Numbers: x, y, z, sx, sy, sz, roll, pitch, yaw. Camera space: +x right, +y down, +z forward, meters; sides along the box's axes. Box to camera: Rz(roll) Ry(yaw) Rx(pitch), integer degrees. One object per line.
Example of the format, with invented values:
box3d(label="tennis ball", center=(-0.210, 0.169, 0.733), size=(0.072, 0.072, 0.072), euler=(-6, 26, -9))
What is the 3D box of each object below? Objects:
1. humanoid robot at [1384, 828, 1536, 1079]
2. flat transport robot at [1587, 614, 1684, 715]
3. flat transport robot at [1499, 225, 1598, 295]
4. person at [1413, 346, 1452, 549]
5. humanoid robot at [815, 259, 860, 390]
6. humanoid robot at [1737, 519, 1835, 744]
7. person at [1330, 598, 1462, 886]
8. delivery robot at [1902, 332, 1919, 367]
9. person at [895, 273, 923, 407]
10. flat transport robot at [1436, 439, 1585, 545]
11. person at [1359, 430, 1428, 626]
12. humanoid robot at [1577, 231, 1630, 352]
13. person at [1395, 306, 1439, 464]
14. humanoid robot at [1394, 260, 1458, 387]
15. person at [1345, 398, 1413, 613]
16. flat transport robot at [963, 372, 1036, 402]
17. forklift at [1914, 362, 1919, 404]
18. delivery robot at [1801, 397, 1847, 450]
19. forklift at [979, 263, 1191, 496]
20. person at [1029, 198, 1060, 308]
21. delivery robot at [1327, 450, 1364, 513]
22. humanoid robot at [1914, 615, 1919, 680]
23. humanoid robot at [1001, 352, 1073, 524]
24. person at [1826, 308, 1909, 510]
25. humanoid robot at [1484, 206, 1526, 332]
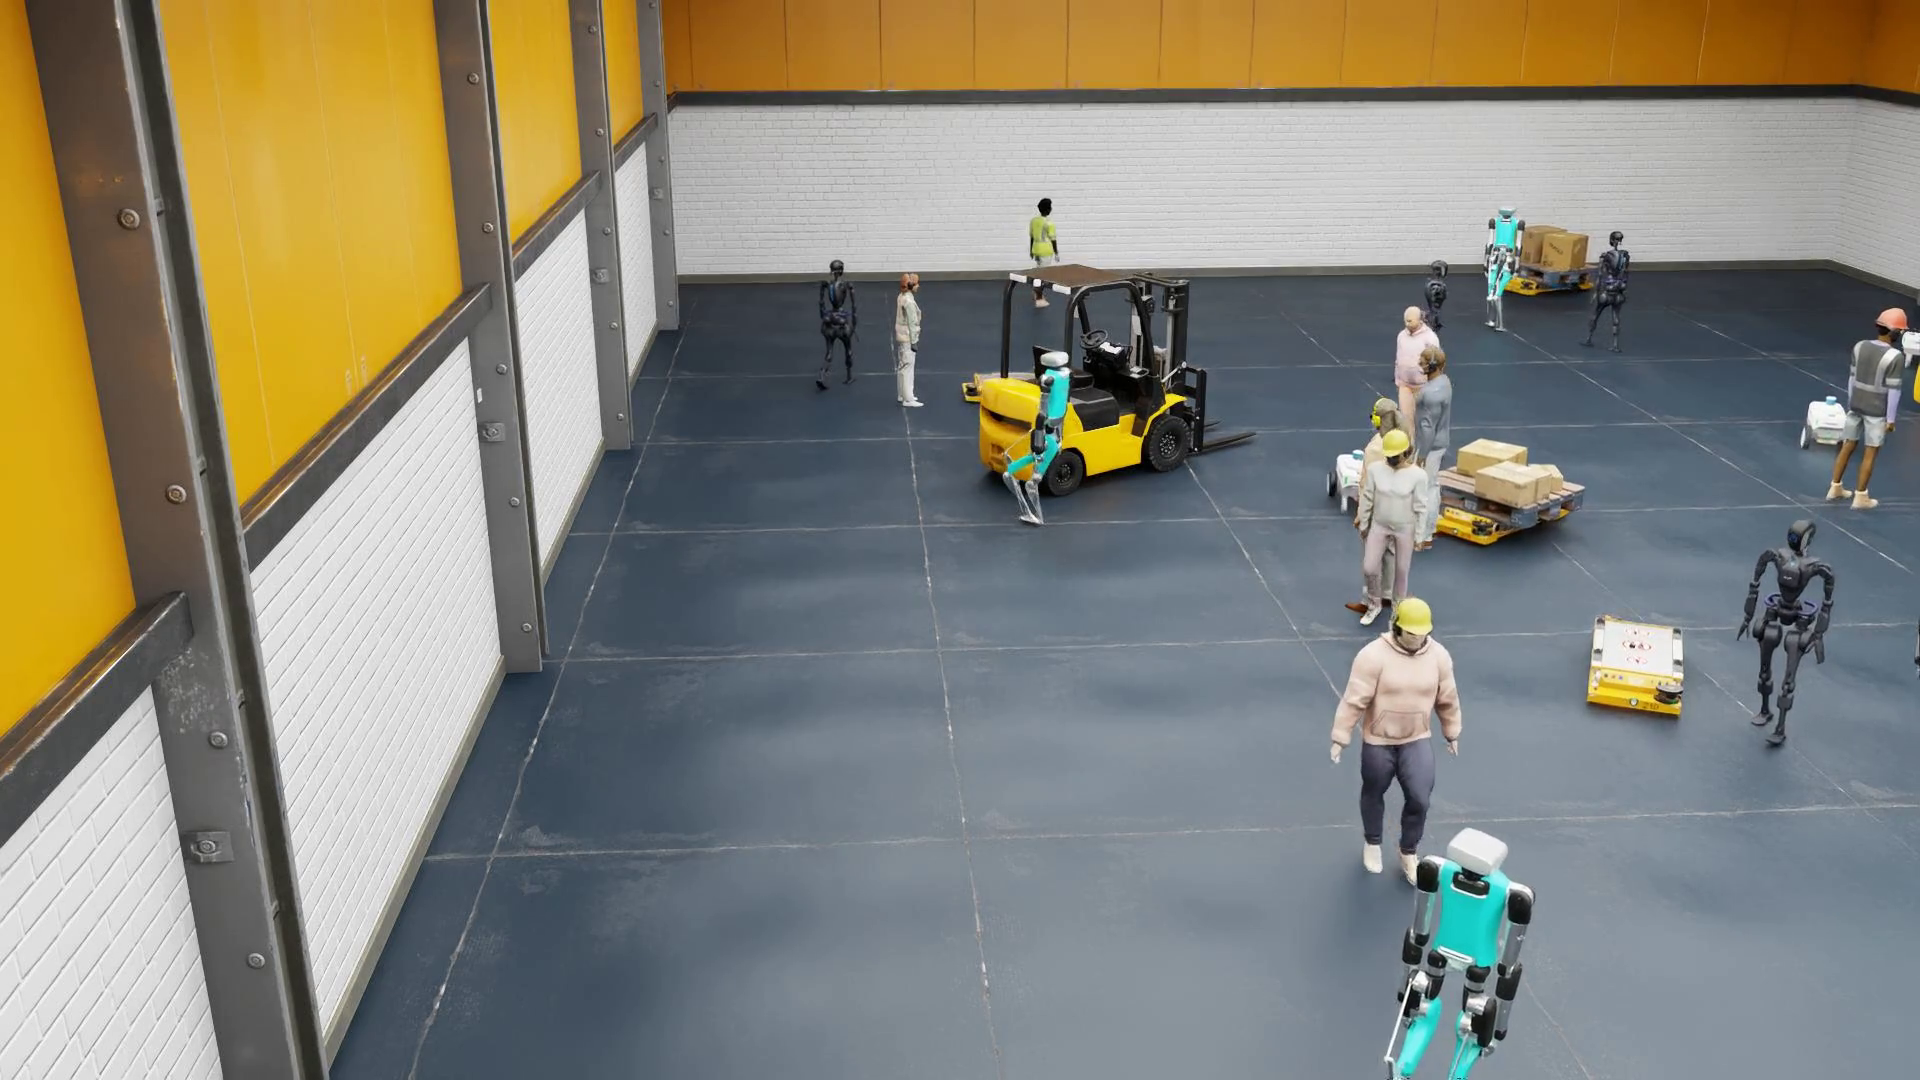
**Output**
box3d(label="humanoid robot", center=(2.183, 2.197, 7.522), size=(0.541, 1.755, 0.946), euler=(14, 24, 33))
box3d(label="flat transport robot", center=(5.290, 0.958, 13.016), size=(0.659, 0.231, 1.431), euler=(8, 22, 20))
box3d(label="flat transport robot", center=(9.527, -4.184, 27.028), size=(1.431, 0.231, 0.659), euler=(-9, 22, -22))
box3d(label="person", center=(4.395, -0.868, 15.595), size=(0.369, 1.932, 0.621), euler=(7, 21, 18))
box3d(label="humanoid robot", center=(-1.577, -2.725, 21.088), size=(0.584, 1.655, 0.744), euler=(10, 22, 25))
box3d(label="humanoid robot", center=(5.910, 0.617, 11.920), size=(0.613, 1.638, 0.505), euler=(18, 27, 40))
box3d(label="person", center=(2.633, 1.216, 10.031), size=(0.824, 1.847, 0.621), euler=(1, 20, 3))
box3d(label="delivery robot", center=(12.980, -2.537, 22.148), size=(0.783, 0.612, 0.523), euler=(15, 25, 36))
box3d(label="person", center=(-0.634, -2.439, 20.288), size=(0.312, 1.634, 0.513), euler=(-5, 21, -13))
box3d(label="flat transport robot", center=(5.301, -0.267, 16.354), size=(1.431, 0.231, 0.659), euler=(-15, 25, -36))
box3d(label="person", center=(3.557, -0.080, 13.696), size=(0.552, 1.743, 0.458), euler=(9, 22, 24))
box3d(label="humanoid robot", center=(8.982, -3.457, 23.021), size=(0.610, 1.636, 0.642), euler=(-9, 22, -23))
box3d(label="person", center=(5.000, -1.682, 18.059), size=(0.633, 1.755, 0.563), euler=(-17, 26, -39))
box3d(label="humanoid robot", center=(5.987, -2.758, 21.192), size=(0.814, 1.633, 0.600), euler=(7, 21, 19))
box3d(label="person", center=(3.568, -0.277, 14.057), size=(0.555, 1.876, 0.406), euler=(-17, 26, -39))
box3d(label="flat transport robot", center=(0.764, -1.907, 20.824), size=(1.431, 0.231, 0.659), euler=(-1, 20, -3))
box3d(label="forklift", center=(12.602, -2.435, 19.475), size=(2.313, 2.155, 1.214), euler=(-1, 20, -4))
box3d(label="delivery robot", center=(9.798, -1.315, 18.790), size=(0.499, 0.590, 0.789), euler=(7, 21, 19))
box3d(label="forklift", center=(1.315, -1.764, 17.646), size=(2.313, 2.155, 1.214), euler=(-14, 24, -33))
box3d(label="person", center=(1.319, -4.417, 25.600), size=(0.436, 1.675, 0.543), euler=(-13, 24, -31))
box3d(label="delivery robot", center=(4.023, -0.609, 16.900), size=(0.499, 0.613, 0.814), euler=(2, 20, 6))
box3d(label="humanoid robot", center=(6.885, 0.796, 11.411), size=(0.553, 1.832, 0.867), euler=(16, 26, 38))
box3d(label="humanoid robot", center=(0.706, -0.926, 16.161), size=(0.728, 1.883, 0.549), euler=(11, 23, 28))
box3d(label="person", center=(9.143, -1.316, 16.665), size=(0.406, 2.035, 0.604), euler=(-7, 21, -19))
box3d(label="humanoid robot", center=(7.808, -3.909, 24.151), size=(0.576, 1.781, 0.875), euler=(13, 24, 32))
